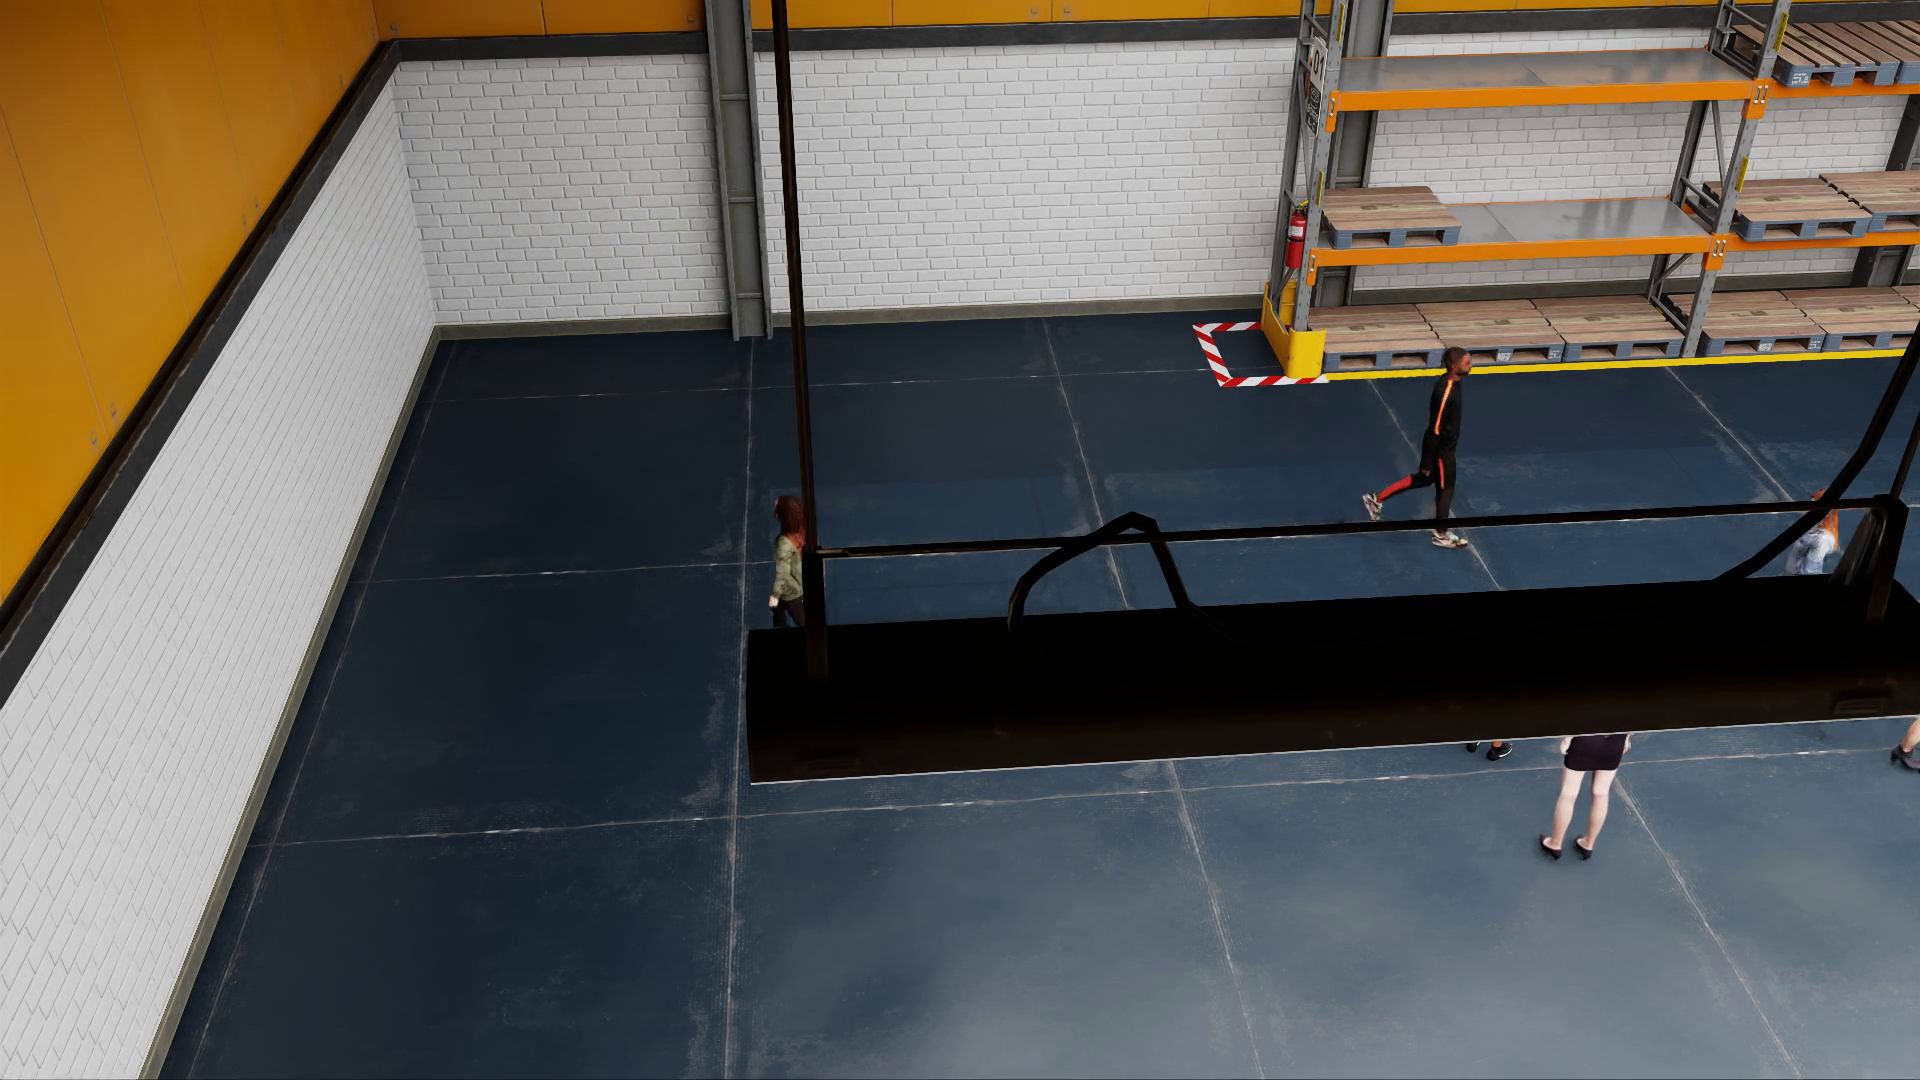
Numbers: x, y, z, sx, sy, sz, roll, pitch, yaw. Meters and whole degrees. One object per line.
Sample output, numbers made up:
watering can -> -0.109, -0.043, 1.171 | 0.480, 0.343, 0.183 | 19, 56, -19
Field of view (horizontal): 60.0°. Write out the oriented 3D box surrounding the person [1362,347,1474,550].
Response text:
person -> 3.756, -0.757, 13.365 | 1.222, 1.781, 0.939 | 11, 35, 16
